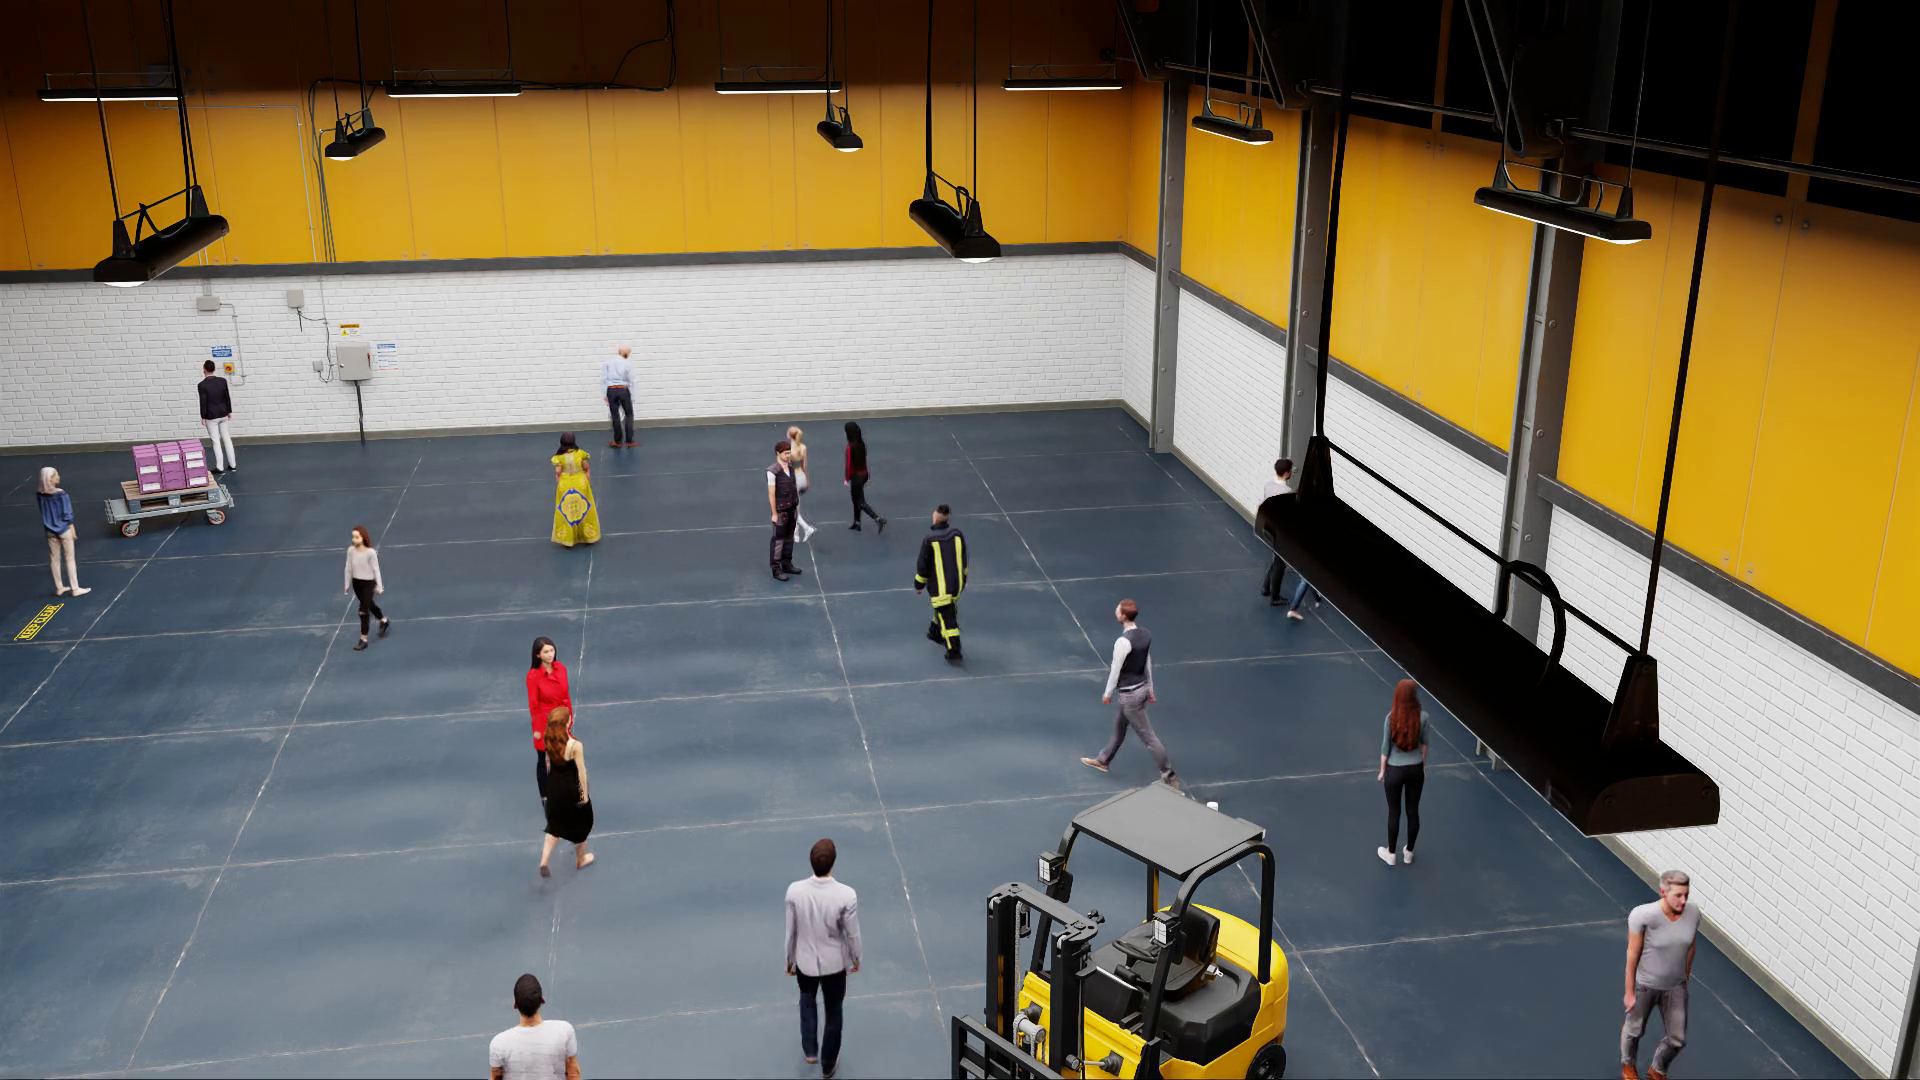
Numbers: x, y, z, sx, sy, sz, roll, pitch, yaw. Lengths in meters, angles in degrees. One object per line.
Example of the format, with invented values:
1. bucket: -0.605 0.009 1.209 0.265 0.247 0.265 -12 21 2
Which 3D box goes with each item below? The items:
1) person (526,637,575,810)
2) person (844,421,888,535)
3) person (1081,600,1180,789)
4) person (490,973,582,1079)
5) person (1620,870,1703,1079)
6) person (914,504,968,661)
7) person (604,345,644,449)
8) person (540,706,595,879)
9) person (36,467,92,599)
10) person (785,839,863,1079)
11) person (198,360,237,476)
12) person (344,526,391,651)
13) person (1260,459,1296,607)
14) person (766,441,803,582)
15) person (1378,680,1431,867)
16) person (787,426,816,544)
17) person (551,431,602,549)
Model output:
1. person: -3.865 1.732 15.693 0.791 1.748 0.737 14 23 36
2. person: -1.384 -0.851 23.550 0.975 1.628 0.975 9 20 24
3. person: 1.761 1.542 16.055 1.267 1.878 1.278 11 22 30
4. person: -2.565 3.541 10.174 0.770 1.842 0.747 -9 21 -25
5. person: 4.842 3.054 11.671 0.736 1.811 0.703 -1 19 -3
6. person: -0.141 0.516 19.199 1.068 1.816 1.279 -13 22 -33
7. person: -5.759 -2.413 27.987 0.797 1.758 0.683 -6 20 -17
8. person: -3.481 2.214 14.482 0.828 1.608 0.983 6 20 18
9. person: -11.512 -0.107 21.231 0.696 1.699 0.696 4 19 12
10. person: -0.993 3.015 11.758 0.767 1.829 0.720 2 19 5
11. person: -11.861 -1.970 26.536 0.781 1.844 0.735 14 23 36
12. person: -7.035 0.523 19.749 0.822 1.452 1.061 5 19 15
13. person: 3.927 -0.077 20.805 0.853 1.914 0.648 -6 20 -18
14. person: -2.339 -0.410 21.900 0.799 1.847 0.721 11 21 29
15. person: 3.931 2.059 14.732 0.598 1.742 0.576 0 19 -1
16. person: -2.223 -0.735 23.112 0.956 1.690 0.847 16 25 40
17. person: -5.364 -0.709 23.080 0.902 1.661 0.835 -7 20 -19
